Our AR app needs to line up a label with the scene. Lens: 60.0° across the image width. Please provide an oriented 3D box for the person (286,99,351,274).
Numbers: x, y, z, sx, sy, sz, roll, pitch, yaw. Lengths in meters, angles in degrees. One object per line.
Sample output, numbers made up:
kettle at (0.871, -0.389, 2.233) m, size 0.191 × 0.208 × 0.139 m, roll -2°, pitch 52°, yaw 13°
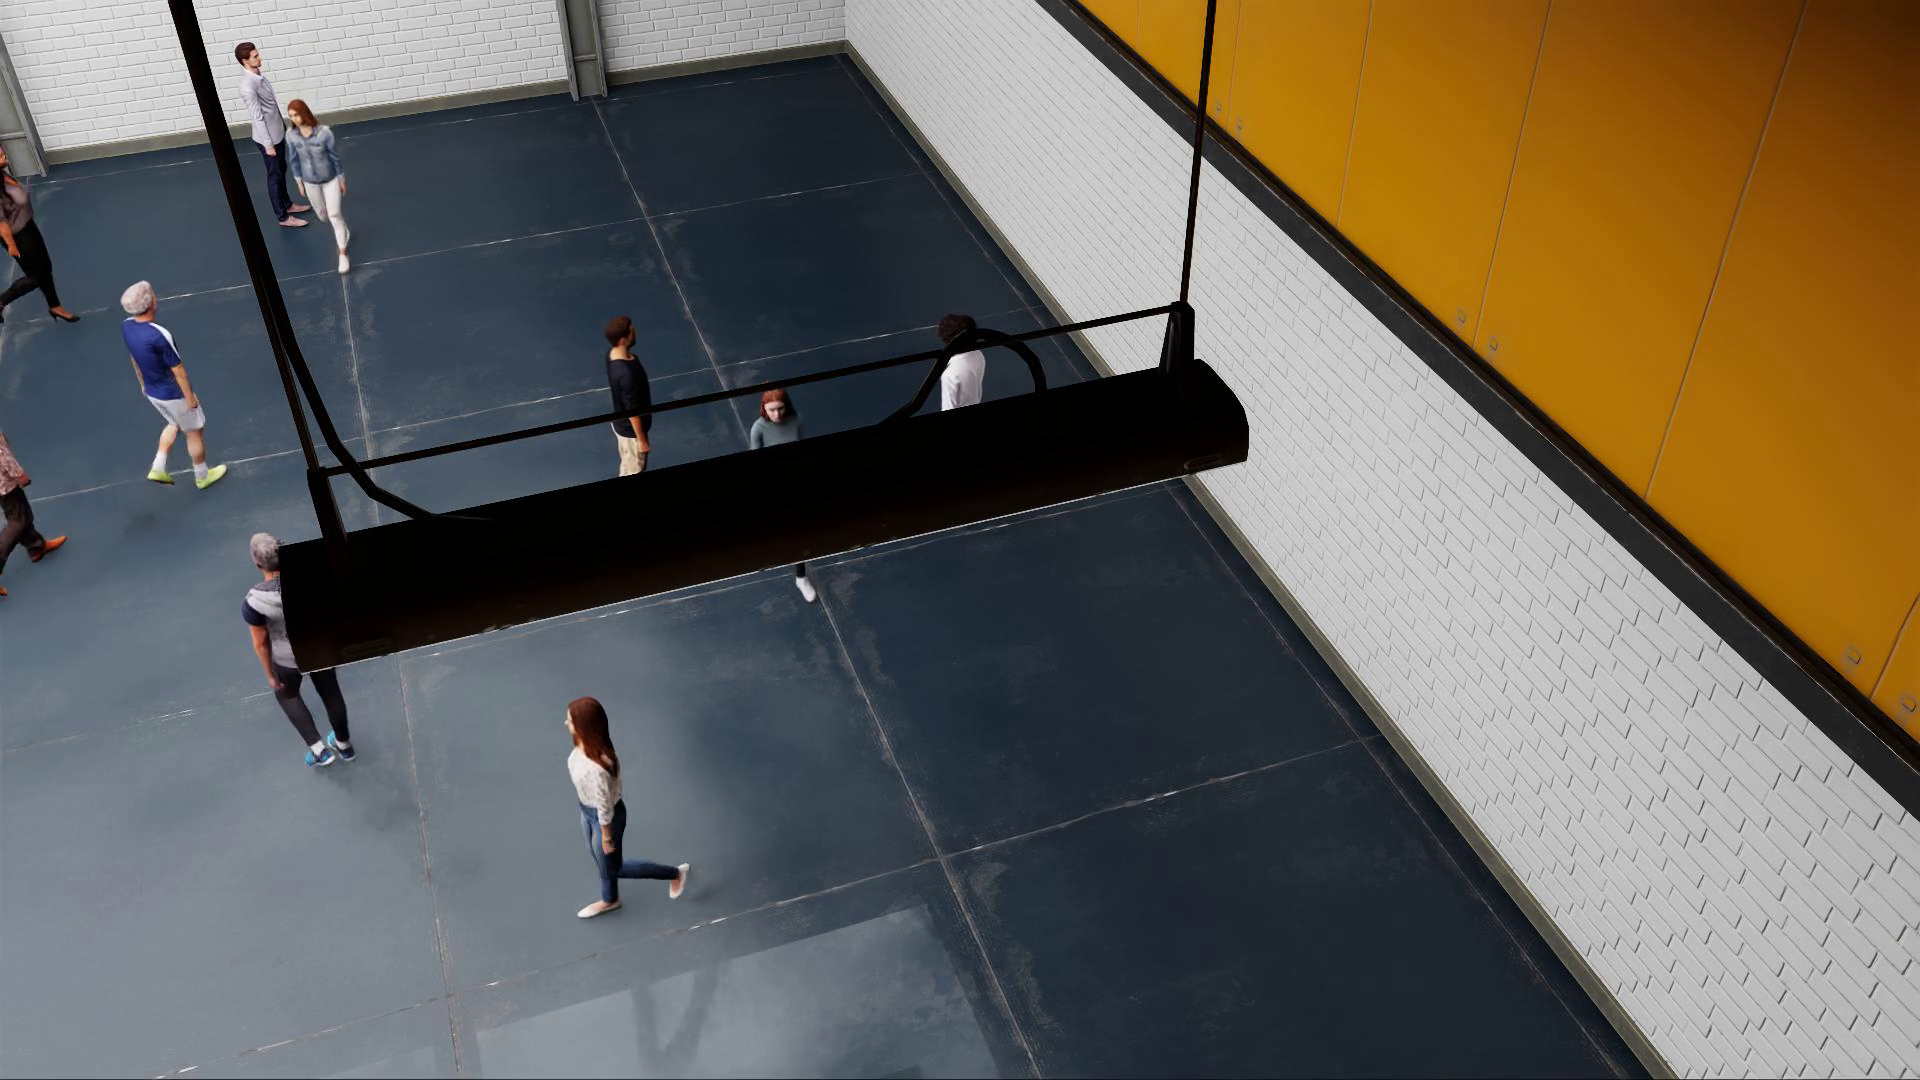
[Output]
person at (-6.046, -3.431, 15.807) m, size 1.021 × 1.677 × 0.864 m, roll -4°, pitch 39°, yaw -5°

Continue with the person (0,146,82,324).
person at (-8.426, -2.658, 14.723) m, size 0.934 × 1.823 × 0.667 m, roll -10°, pitch 40°, yaw -12°

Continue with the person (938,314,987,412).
person at (0.022, -0.905, 12.537) m, size 0.775 × 1.810 × 0.689 m, roll 21°, pitch 43°, yaw 25°

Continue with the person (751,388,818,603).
person at (-1.331, -0.426, 12.023) m, size 1.041 × 1.704 × 0.631 m, roll -14°, pitch 41°, yaw -17°

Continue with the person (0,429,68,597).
person at (-7.045, -0.439, 11.973) m, size 1.058 × 1.786 × 1.147 m, roll 19°, pitch 42°, yaw 22°

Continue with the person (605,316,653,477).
person at (-2.468, -0.847, 12.433) m, size 0.557 × 1.851 × 0.644 m, roll -15°, pitch 41°, yaw -18°

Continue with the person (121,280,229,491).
person at (-6.139, -1.110, 12.782) m, size 0.896 × 1.826 × 0.967 m, roll 18°, pitch 42°, yaw 21°

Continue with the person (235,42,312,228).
person at (-6.823, -4.017, 16.401) m, size 0.618 × 1.852 × 0.714 m, roll -7°, pitch 39°, yaw -8°

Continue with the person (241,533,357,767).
person at (-4.080, 0.755, 10.458) m, size 0.743 × 1.811 × 0.862 m, roll -32°, pitch 48°, yaw -34°

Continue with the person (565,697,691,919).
person at (-1.957, 1.547, 9.541) m, size 0.897 × 1.718 × 0.565 m, roll -12°, pitch 40°, yaw -15°
